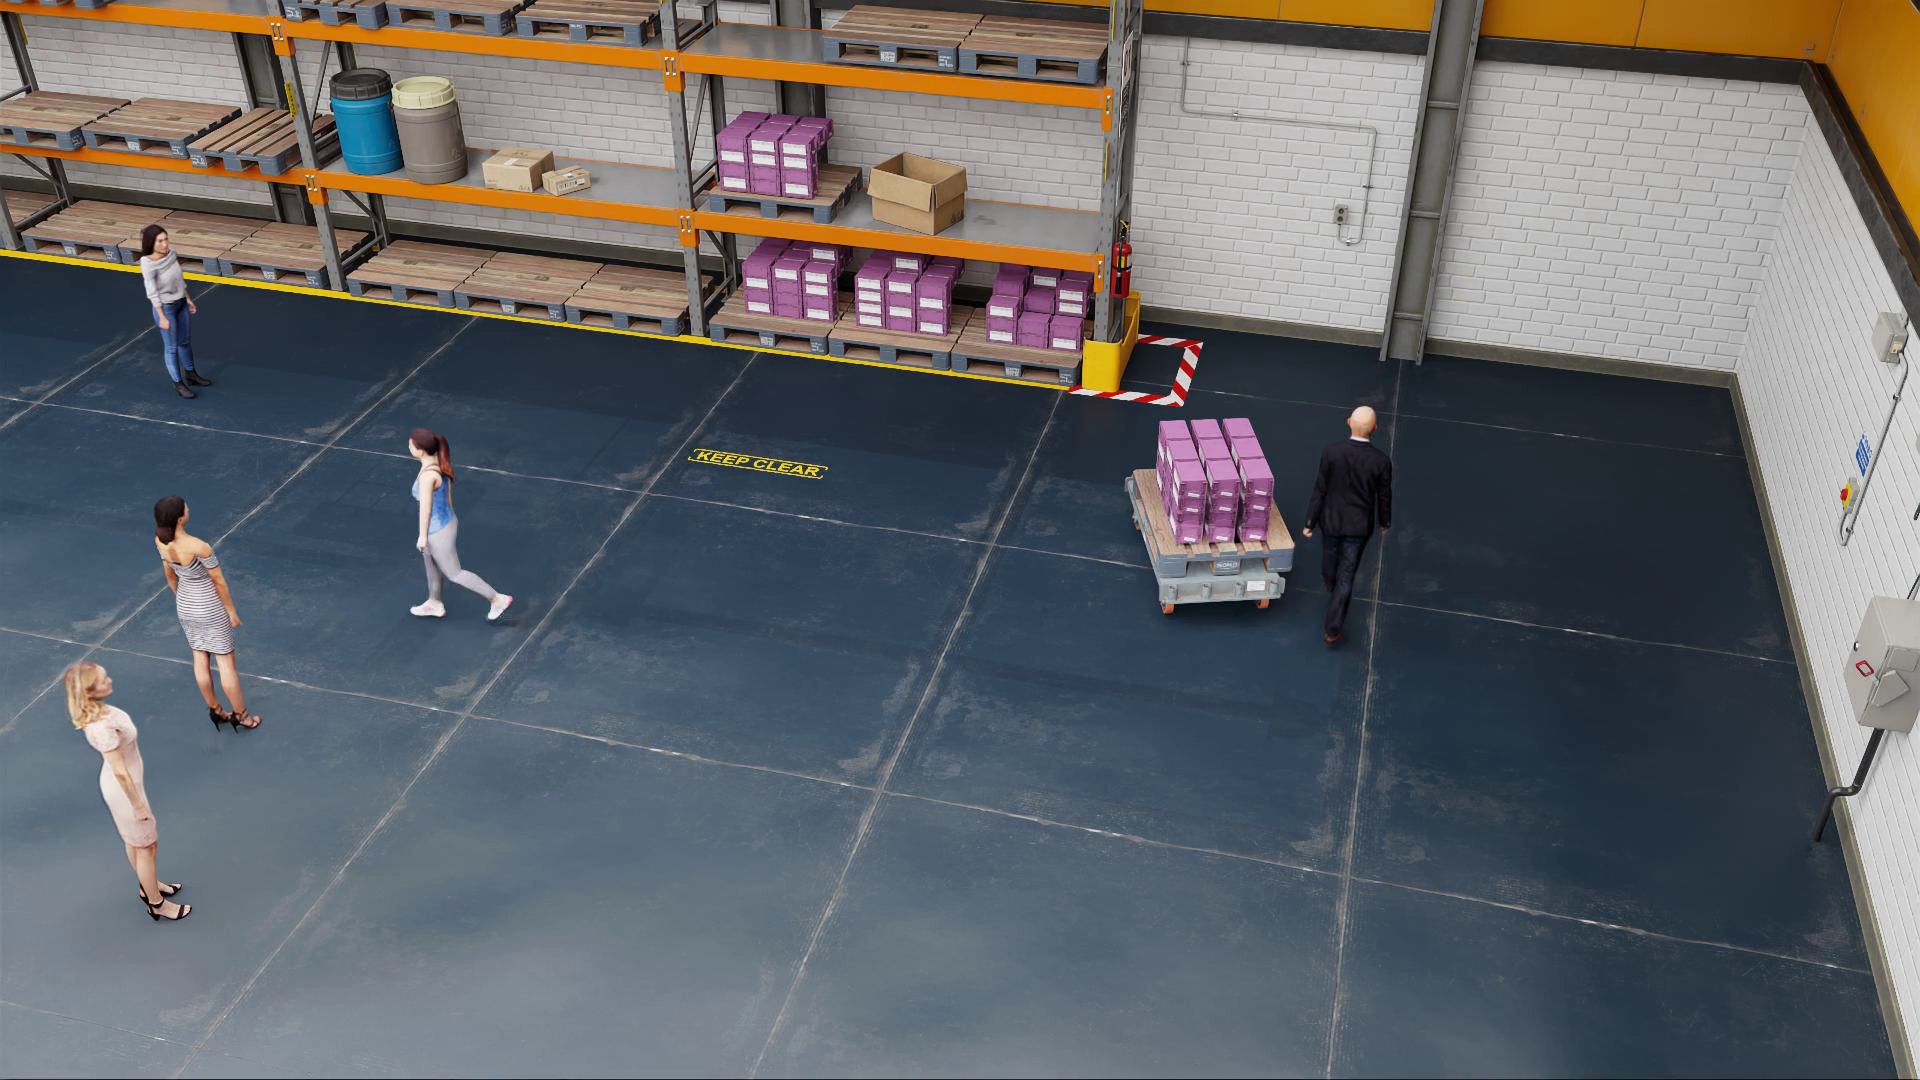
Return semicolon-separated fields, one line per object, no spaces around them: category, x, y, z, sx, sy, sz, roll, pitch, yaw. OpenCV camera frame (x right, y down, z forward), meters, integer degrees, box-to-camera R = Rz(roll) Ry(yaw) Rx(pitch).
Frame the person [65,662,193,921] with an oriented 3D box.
person;-4.778;1.444;9.511;0.709;1.811;0.627;-22;39;-29

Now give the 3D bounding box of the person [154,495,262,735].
person;-4.976;0.496;10.927;0.478;1.822;0.667;11;35;15

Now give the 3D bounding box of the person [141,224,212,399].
person;-7.114;-2.078;14.972;0.496;1.631;0.598;8;34;12

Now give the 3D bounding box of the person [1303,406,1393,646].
person;2.737;-0.069;11.839;1.136;1.753;0.873;12;35;17

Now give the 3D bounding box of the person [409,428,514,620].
person;-3.687;-0.070;11.990;1.081;1.587;0.779;-2;34;-3
